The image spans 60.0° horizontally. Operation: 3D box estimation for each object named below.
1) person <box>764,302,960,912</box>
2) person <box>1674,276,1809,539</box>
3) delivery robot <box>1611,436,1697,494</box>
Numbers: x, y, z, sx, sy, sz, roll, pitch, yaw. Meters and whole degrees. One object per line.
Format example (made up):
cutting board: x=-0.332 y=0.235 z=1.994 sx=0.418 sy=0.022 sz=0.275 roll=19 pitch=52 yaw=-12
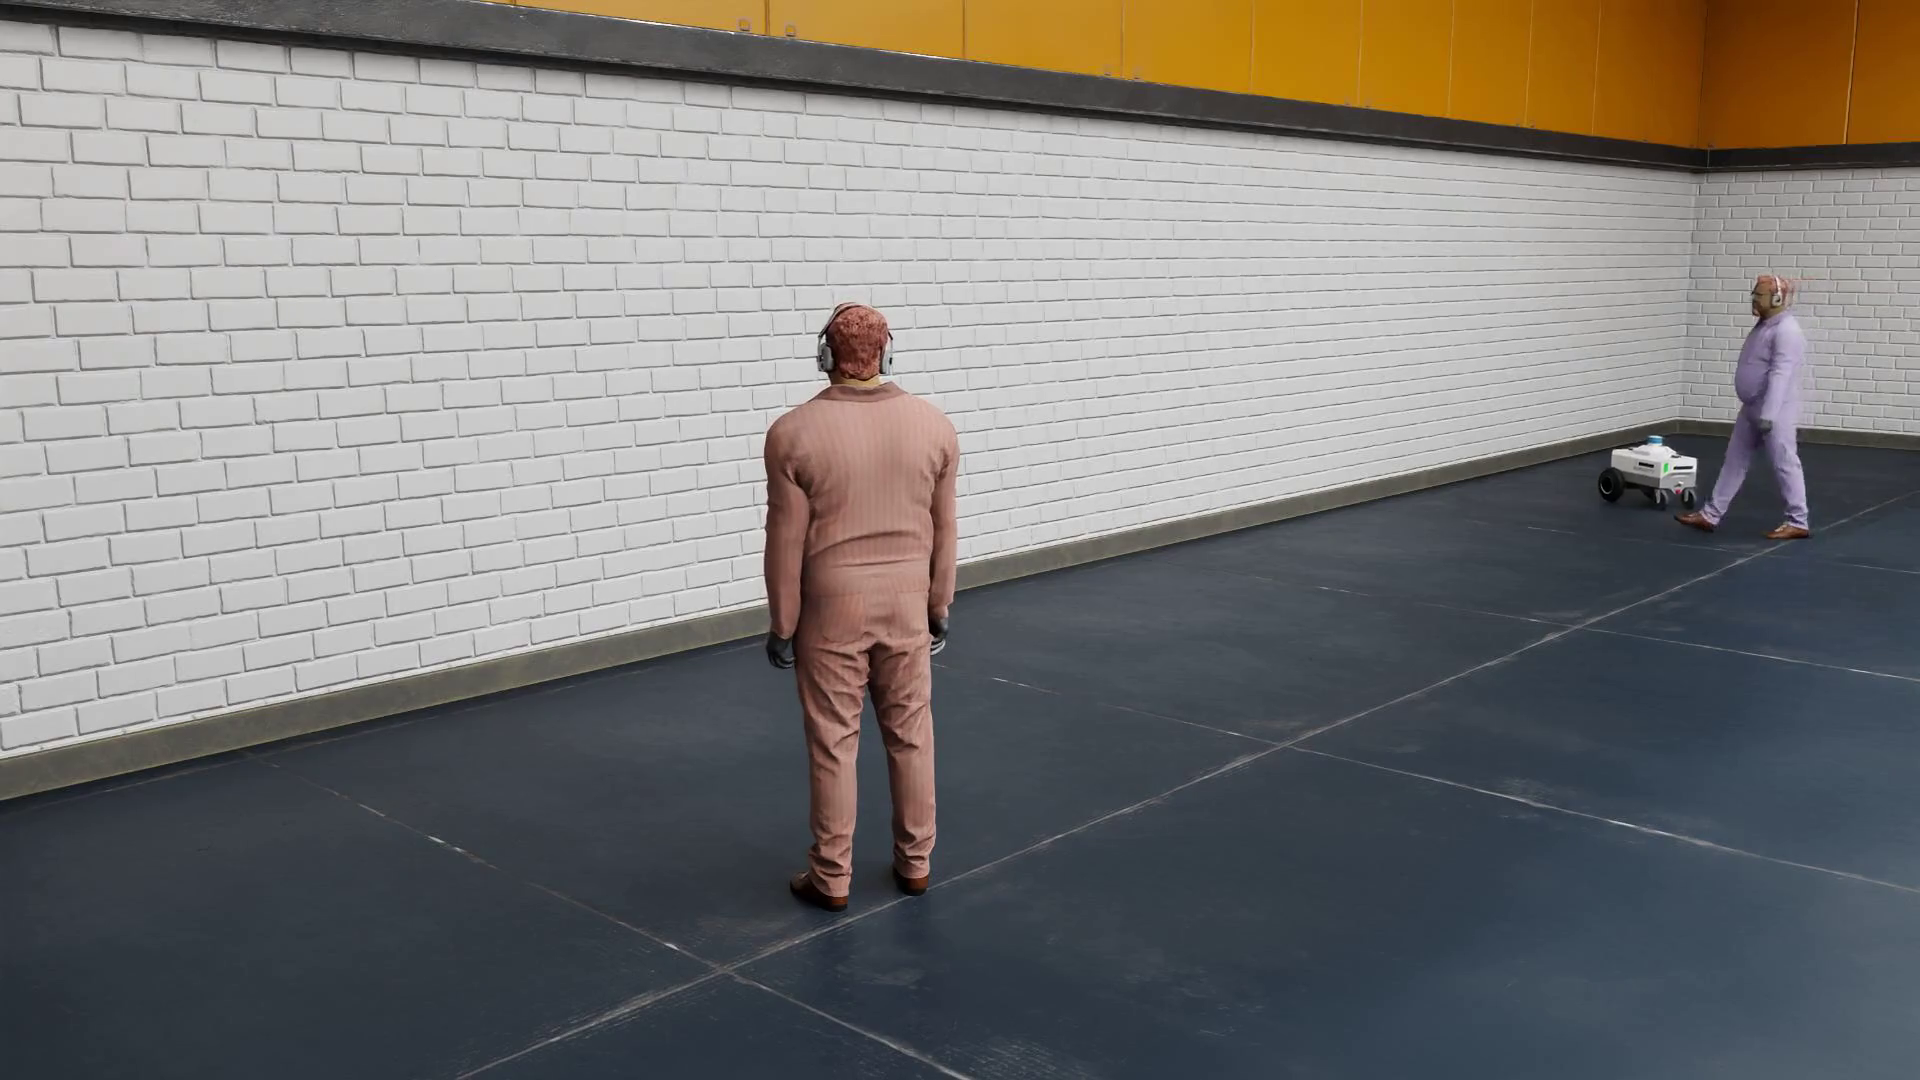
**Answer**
person: x=-0.321 y=0.212 z=5.242 sx=0.639 sy=1.913 sz=0.409 roll=-5 pitch=11 yaw=-24
person: x=5.662 y=-0.932 z=11.867 sx=0.946 sy=1.873 sz=0.667 roll=1 pitch=10 yaw=6
delivery robot: x=5.607 y=-0.598 z=13.447 sx=0.477 sy=0.478 sz=0.707 roll=-3 pitch=10 yaw=-16
